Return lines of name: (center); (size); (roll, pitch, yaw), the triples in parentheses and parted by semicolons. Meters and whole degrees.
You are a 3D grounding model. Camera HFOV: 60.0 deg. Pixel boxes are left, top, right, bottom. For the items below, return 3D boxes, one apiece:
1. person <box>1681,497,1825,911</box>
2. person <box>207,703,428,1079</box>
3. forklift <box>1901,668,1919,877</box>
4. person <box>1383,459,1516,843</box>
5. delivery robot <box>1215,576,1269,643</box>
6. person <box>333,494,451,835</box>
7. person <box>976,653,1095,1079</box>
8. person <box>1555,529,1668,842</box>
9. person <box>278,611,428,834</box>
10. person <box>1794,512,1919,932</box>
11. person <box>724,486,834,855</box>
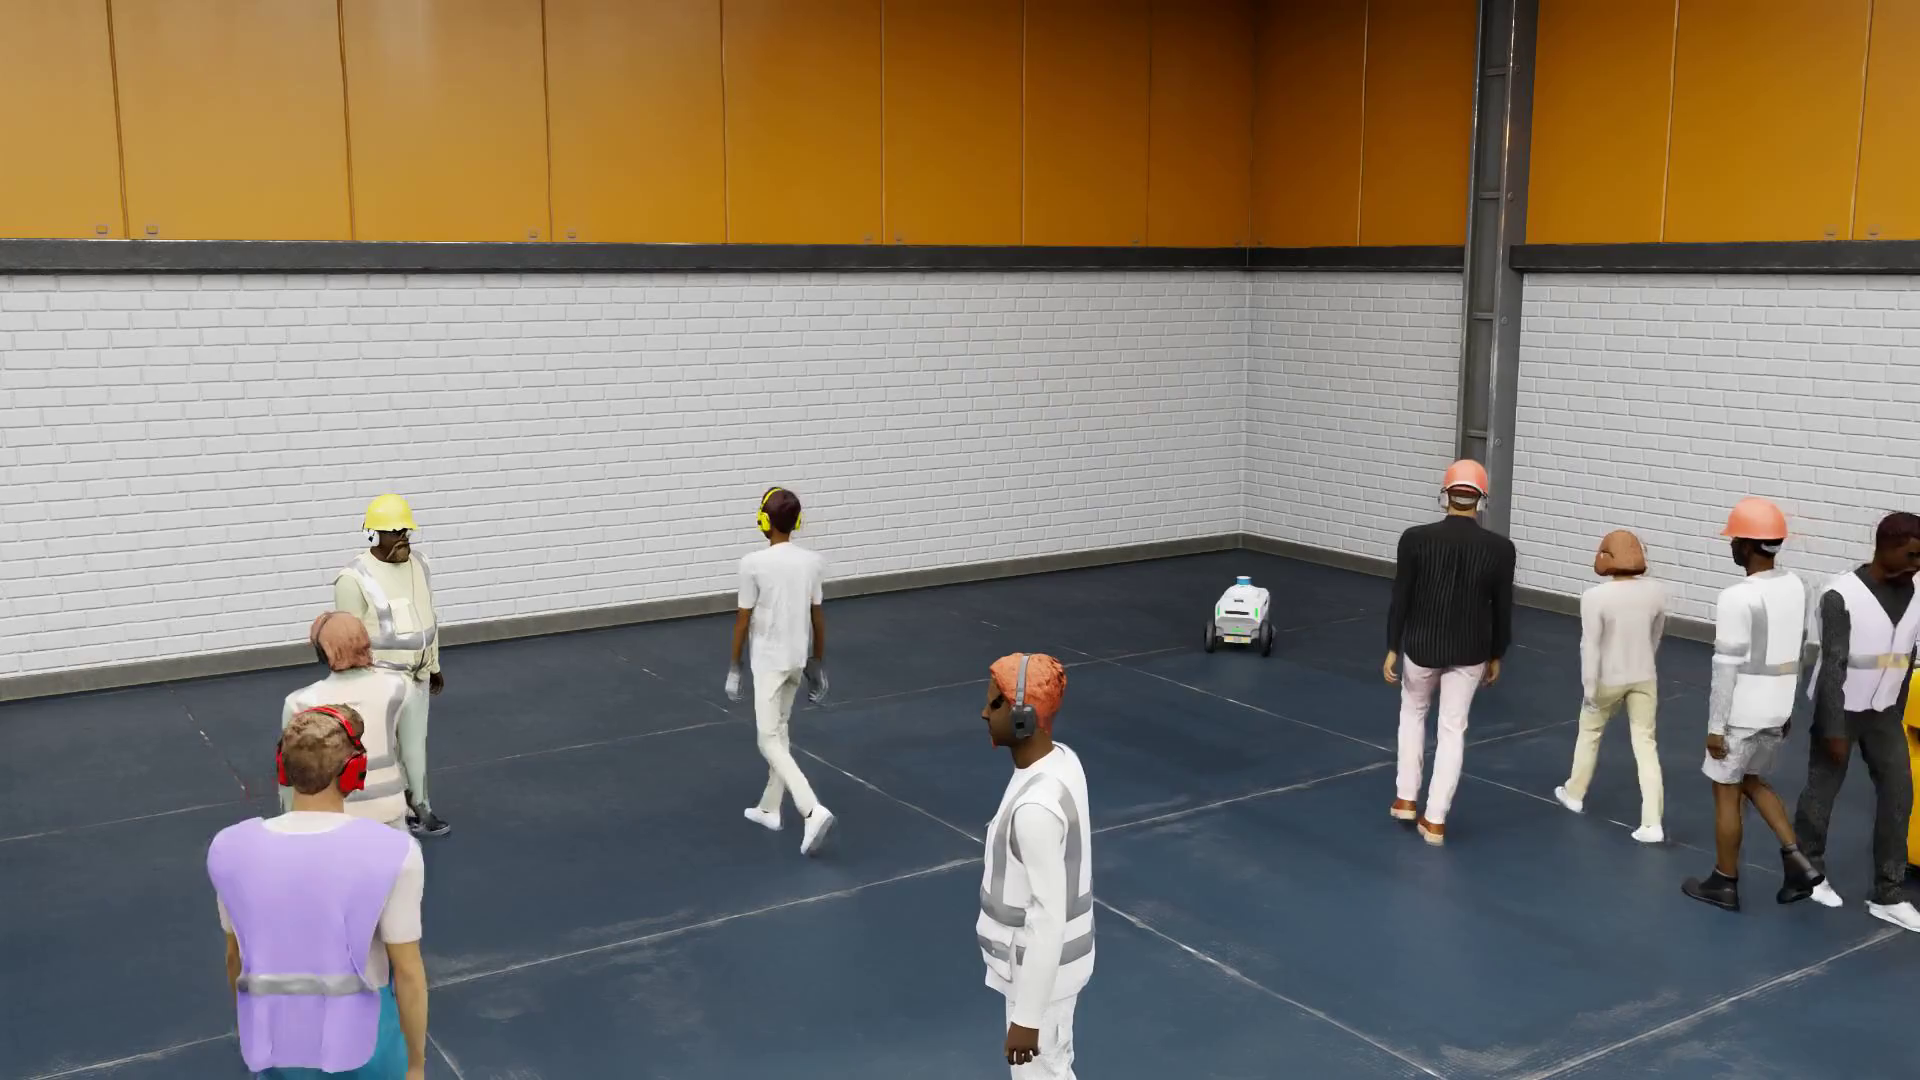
person: (3.602, 0.768, 7.518); (0.559, 1.927, 0.524); (-5, 11, -26)
person: (-1.670, 1.324, 4.501); (0.569, 1.822, 0.708); (0, 9, -1)
forklift: (5.511, 0.571, 7.906); (2.313, 2.155, 1.214); (-6, 11, -33)
person: (2.527, 0.563, 8.642); (0.631, 1.960, 0.654); (2, 10, 12)
delivery robot: (2.181, 0.523, 12.843); (0.477, 0.478, 0.707); (3, 10, 16)
person: (-2.872, 0.666, 8.463); (0.403, 1.825, 0.591); (4, 10, 25)
person: (0.217, 1.243, 4.787); (0.337, 1.882, 0.585); (1, 9, 7)
person: (3.456, 0.744, 8.691); (0.491, 1.591, 0.858); (-1, 9, -4)
person: (-2.377, 1.076, 6.531); (0.548, 1.625, 0.360); (-6, 11, -33)
person: (4.116, 0.802, 7.482); (0.624, 1.871, 0.834); (-3, 10, -15)
person: (-0.898, 0.652, 8.491); (0.520, 1.845, 0.810); (-9, 13, -43)
